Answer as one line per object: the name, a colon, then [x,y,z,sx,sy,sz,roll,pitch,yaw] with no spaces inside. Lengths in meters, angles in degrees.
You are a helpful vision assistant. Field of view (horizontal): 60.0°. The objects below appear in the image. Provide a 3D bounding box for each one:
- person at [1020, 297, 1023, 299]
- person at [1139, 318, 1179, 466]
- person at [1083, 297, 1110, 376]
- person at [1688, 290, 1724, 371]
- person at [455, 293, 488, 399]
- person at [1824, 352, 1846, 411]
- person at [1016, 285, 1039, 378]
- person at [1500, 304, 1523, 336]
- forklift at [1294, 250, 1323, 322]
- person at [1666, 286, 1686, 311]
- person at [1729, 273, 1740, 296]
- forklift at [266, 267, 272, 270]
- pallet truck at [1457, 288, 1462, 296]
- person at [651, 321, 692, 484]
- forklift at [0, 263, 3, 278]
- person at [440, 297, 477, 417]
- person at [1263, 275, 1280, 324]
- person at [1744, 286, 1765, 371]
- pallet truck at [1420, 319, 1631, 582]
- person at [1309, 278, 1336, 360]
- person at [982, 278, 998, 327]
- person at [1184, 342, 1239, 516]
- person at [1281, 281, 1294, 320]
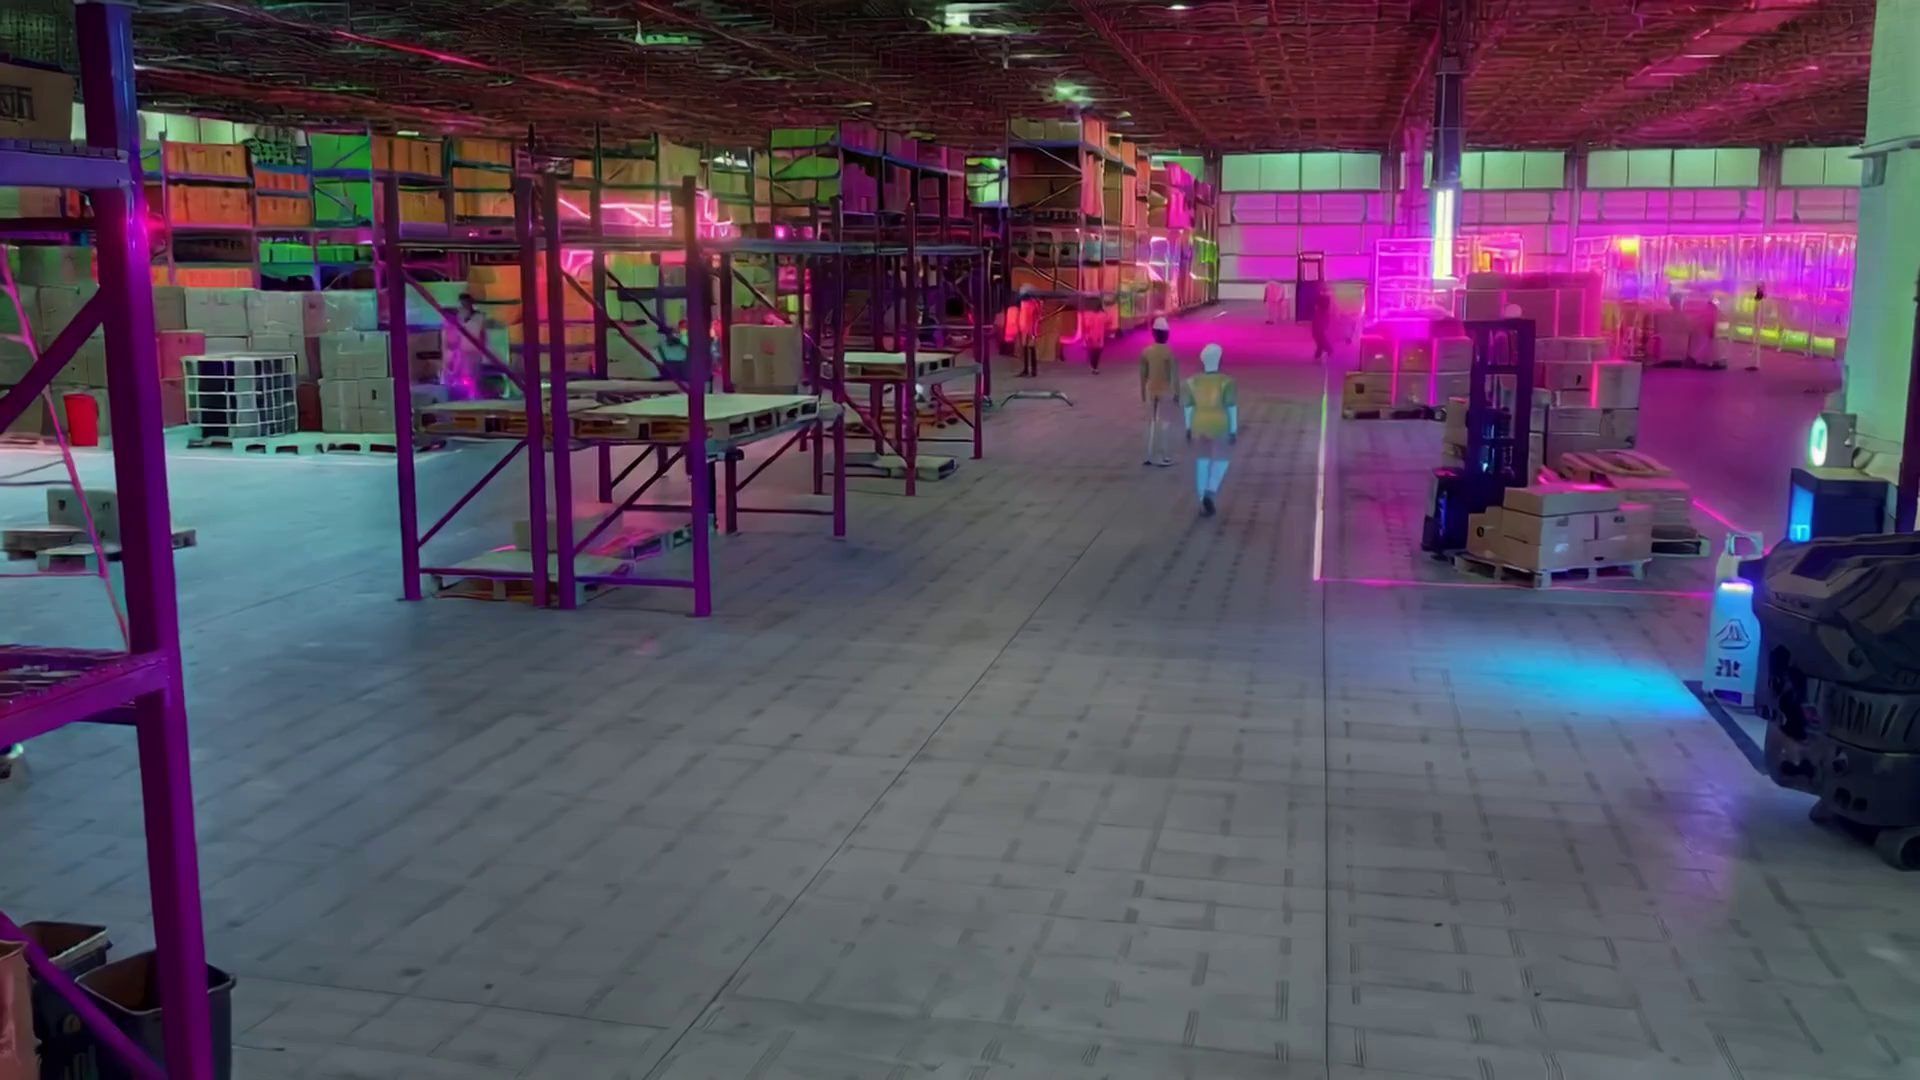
person: [2.174,-7.465,53.907,0.540,1.695,0.317,-5,11,-27]
person: [2.395,-1.766,19.948,0.533,1.771,0.301,8,12,38]
person: [2.917,-4.300,35.218,0.553,1.665,0.735,-4,10,-20]
person: [16.566,-4.636,36.865,0.625,1.802,0.629,4,10,24]
person: [-8.026,-3.075,27.261,0.590,1.919,0.393,1,10,9]
person: [6.576,-0.511,12.371,0.647,1.811,0.619,-4,11,-24]
person: [1.406,-4.361,34.816,0.356,1.936,0.551,-7,12,-38]
person: [7.439,-2.192,22.126,0.811,1.895,0.591,5,11,27]
forklift: [13.778,-10.002,65.433,1.129,2.768,1.873,2,10,12]
person: [21.949,-6.958,51.026,0.541,1.646,0.868,3,10,16]
person: [33.642,-10.611,71.968,0.785,1.881,0.673,3,10,18]
forklift: [-24.542,-8.803,58.331,1.129,2.768,1.873,-1,10,-8]
pallet truck: [20.506,-9.785,68.819,0.653,1.274,1.630,2,10,12]
person: [-3.180,-1.528,18.473,0.508,1.795,0.984,-5,11,-29]
forklift: [-25.156,-6.268,43.325,1.873,2.768,1.129,-7,12,-38]
person: [-7.914,-2.802,25.720,0.957,1.888,0.569,-6,12,-34]
person: [11.899,-9.192,63.544,0.651,1.914,0.533,0,10,0]
person: [17.718,-4.704,37.037,0.324,1.876,0.526,4,10,21]
pallet truck: [4.543,-0.757,13.299,0.823,1.965,1.885,-4,10,-22]
person: [8.911,-5.423,40.800,0.668,2.000,0.700,6,11,32]
person: [0.946,-7.834,55.580,0.651,1.879,0.892,1,10,5]
person: [2.372,-1.041,15.888,0.538,1.681,0.468,5,11,26]
person: [13.360,-9.729,67.630,0.516,1.583,0.852,6,12,34]
